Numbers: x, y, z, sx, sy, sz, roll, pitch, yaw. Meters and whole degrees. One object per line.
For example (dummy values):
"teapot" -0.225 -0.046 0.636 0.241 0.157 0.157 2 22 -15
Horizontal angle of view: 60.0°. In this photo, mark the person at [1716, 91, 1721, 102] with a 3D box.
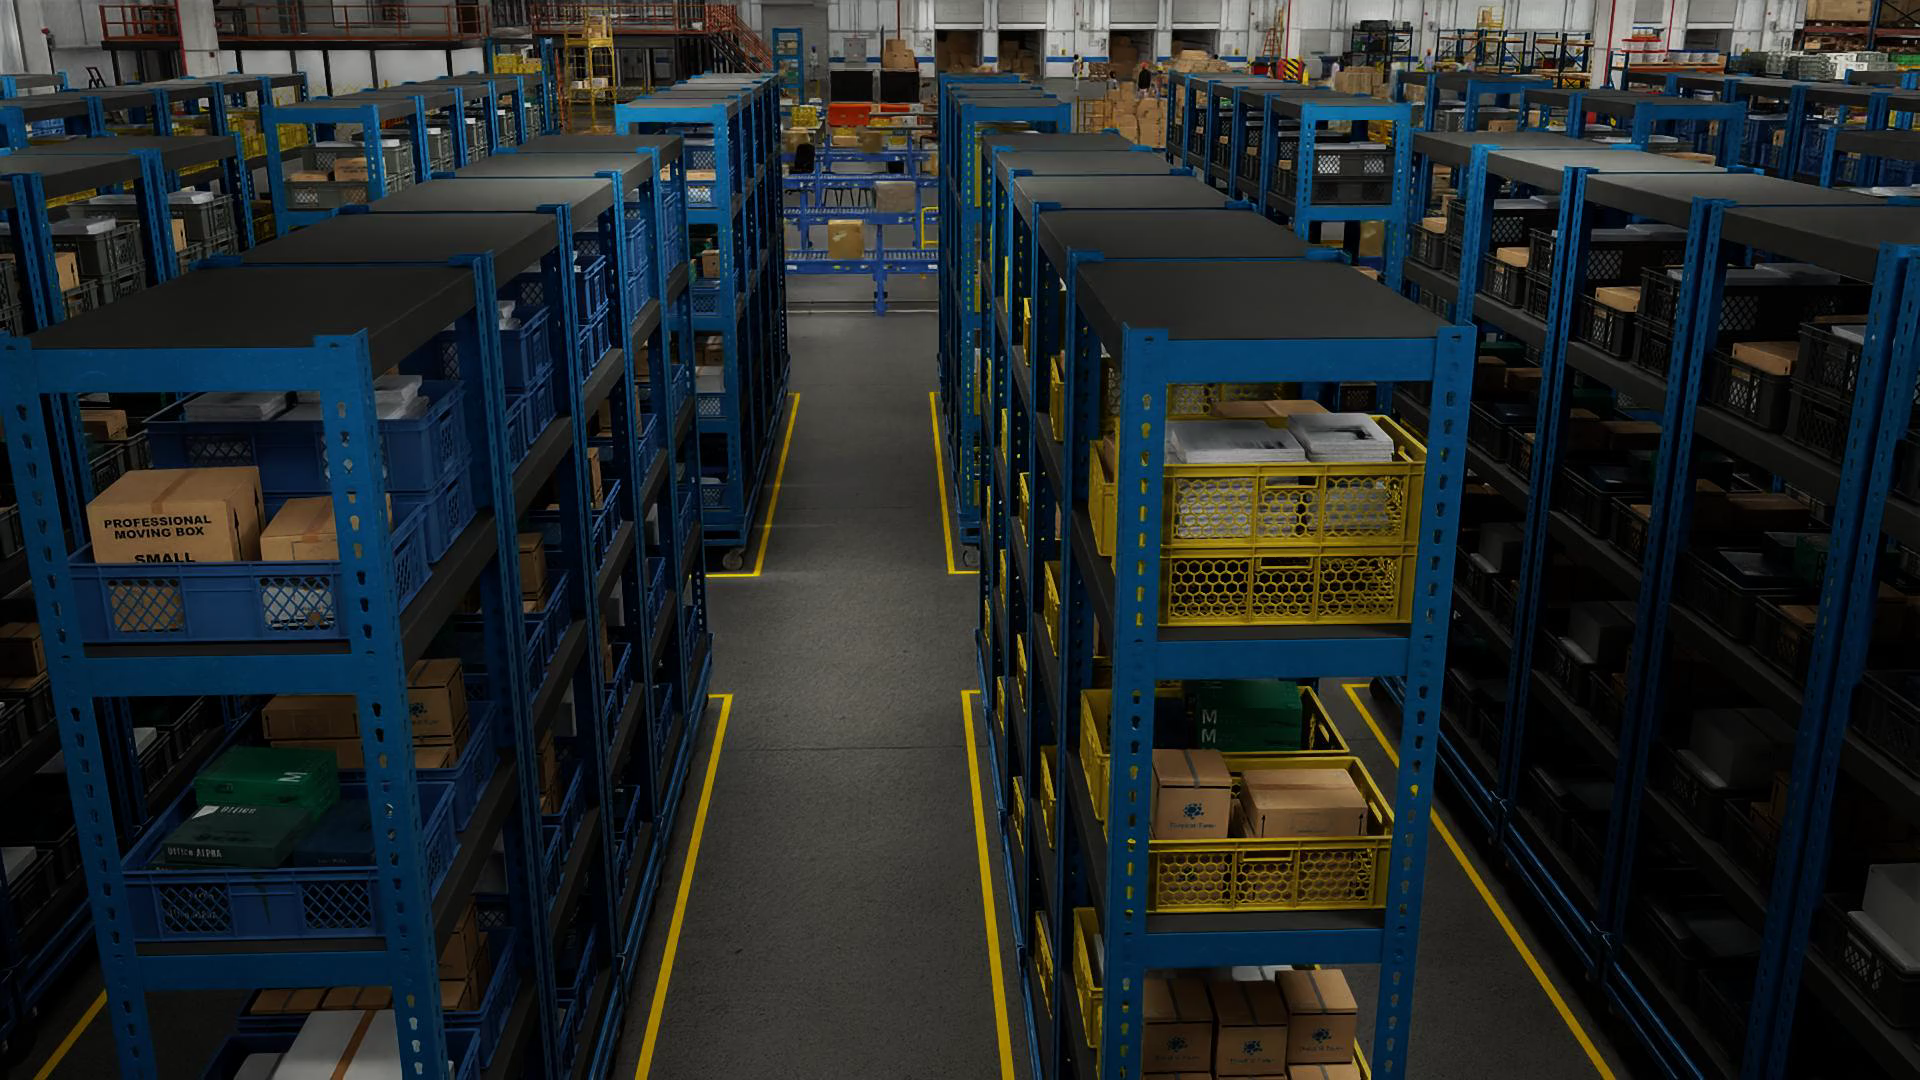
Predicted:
"person" 26.886 -15.401 58.605 0.523 1.838 0.809 8 20 24

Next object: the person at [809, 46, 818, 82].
"person" -8.262 -26.912 94.038 0.612 1.943 0.404 -16 24 -40

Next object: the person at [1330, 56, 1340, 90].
"person" 17.475 -21.569 77.536 0.643 1.927 0.642 12 22 33

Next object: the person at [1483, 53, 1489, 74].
"person" 27.220 -24.209 85.913 0.924 1.796 0.536 10 20 28

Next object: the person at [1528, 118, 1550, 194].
"person" 13.093 -8.587 37.520 0.592 1.828 0.404 -12 22 -34

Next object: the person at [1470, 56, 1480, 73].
"person" 24.880 -22.588 80.810 1.003 1.868 0.696 -4 18 -11

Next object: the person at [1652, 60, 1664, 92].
"person" 30.161 -19.735 71.797 0.368 1.966 0.603 -9 20 -26

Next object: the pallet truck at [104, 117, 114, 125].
"pallet truck" -18.367 -7.885 35.078 1.885 1.965 0.823 1 18 2

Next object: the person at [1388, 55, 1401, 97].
"person" 20.469 -21.851 78.416 0.450 1.920 0.647 -11 21 -31

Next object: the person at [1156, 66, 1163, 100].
"person" 8.305 -18.827 69.308 0.314 1.769 0.524 1 18 2

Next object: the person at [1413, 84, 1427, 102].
"person" 16.237 -15.565 58.938 0.547 1.937 0.379 -10 20 -28

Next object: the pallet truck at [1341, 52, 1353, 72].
"pallet truck" 18.794 -23.123 82.231 0.823 1.965 1.885 -13 22 -35

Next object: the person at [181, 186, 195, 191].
"person" -12.519 -5.108 26.742 0.404 1.837 0.589 12 21 32

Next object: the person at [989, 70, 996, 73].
"person" 1.026 -15.789 59.543 0.983 1.982 0.633 5 19 15

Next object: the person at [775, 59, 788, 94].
"person" -8.773 -22.780 81.474 0.666 1.815 0.456 9 20 25

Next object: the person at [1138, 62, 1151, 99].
"person" 7.476 -18.430 67.708 0.375 1.997 0.609 -15 23 -39

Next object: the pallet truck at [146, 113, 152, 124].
"pallet truck" -18.087 -8.309 36.390 1.885 1.965 0.823 -1 18 -4

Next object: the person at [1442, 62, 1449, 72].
"person" 21.892 -20.688 75.100 0.298 1.745 0.484 7 19 21

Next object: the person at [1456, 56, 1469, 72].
"person" 23.787 -21.934 78.730 0.630 1.885 0.478 3 18 8

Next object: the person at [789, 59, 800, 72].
"person" -9.010 -25.784 90.562 0.552 1.935 0.373 -2 18 -7

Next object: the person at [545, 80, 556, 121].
"person" -15.466 -16.708 62.583 0.352 1.878 0.567 13 22 35

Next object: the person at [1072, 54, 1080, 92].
"person" 5.829 -23.448 83.487 0.429 1.844 0.627 2 18 5

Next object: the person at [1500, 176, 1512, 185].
"person" 12.211 -8.292 36.890 0.543 1.652 0.886 3 18 10

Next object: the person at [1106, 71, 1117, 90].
"person" 5.699 -16.611 62.284 0.328 1.872 0.514 -17 24 -42

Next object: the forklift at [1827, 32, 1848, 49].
"forklift" 46.026 -25.320 87.616 1.129 2.768 1.873 -1 18 -2

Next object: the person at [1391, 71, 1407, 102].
"person" 15.403 -15.456 58.438 0.539 2.000 0.694 7 19 21

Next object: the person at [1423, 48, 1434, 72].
"person" 25.526 -25.815 90.676 0.566 1.919 0.483 6 19 18

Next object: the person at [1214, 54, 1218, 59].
"person" 13.497 -24.760 87.771 0.319 1.698 0.538 1 18 3
